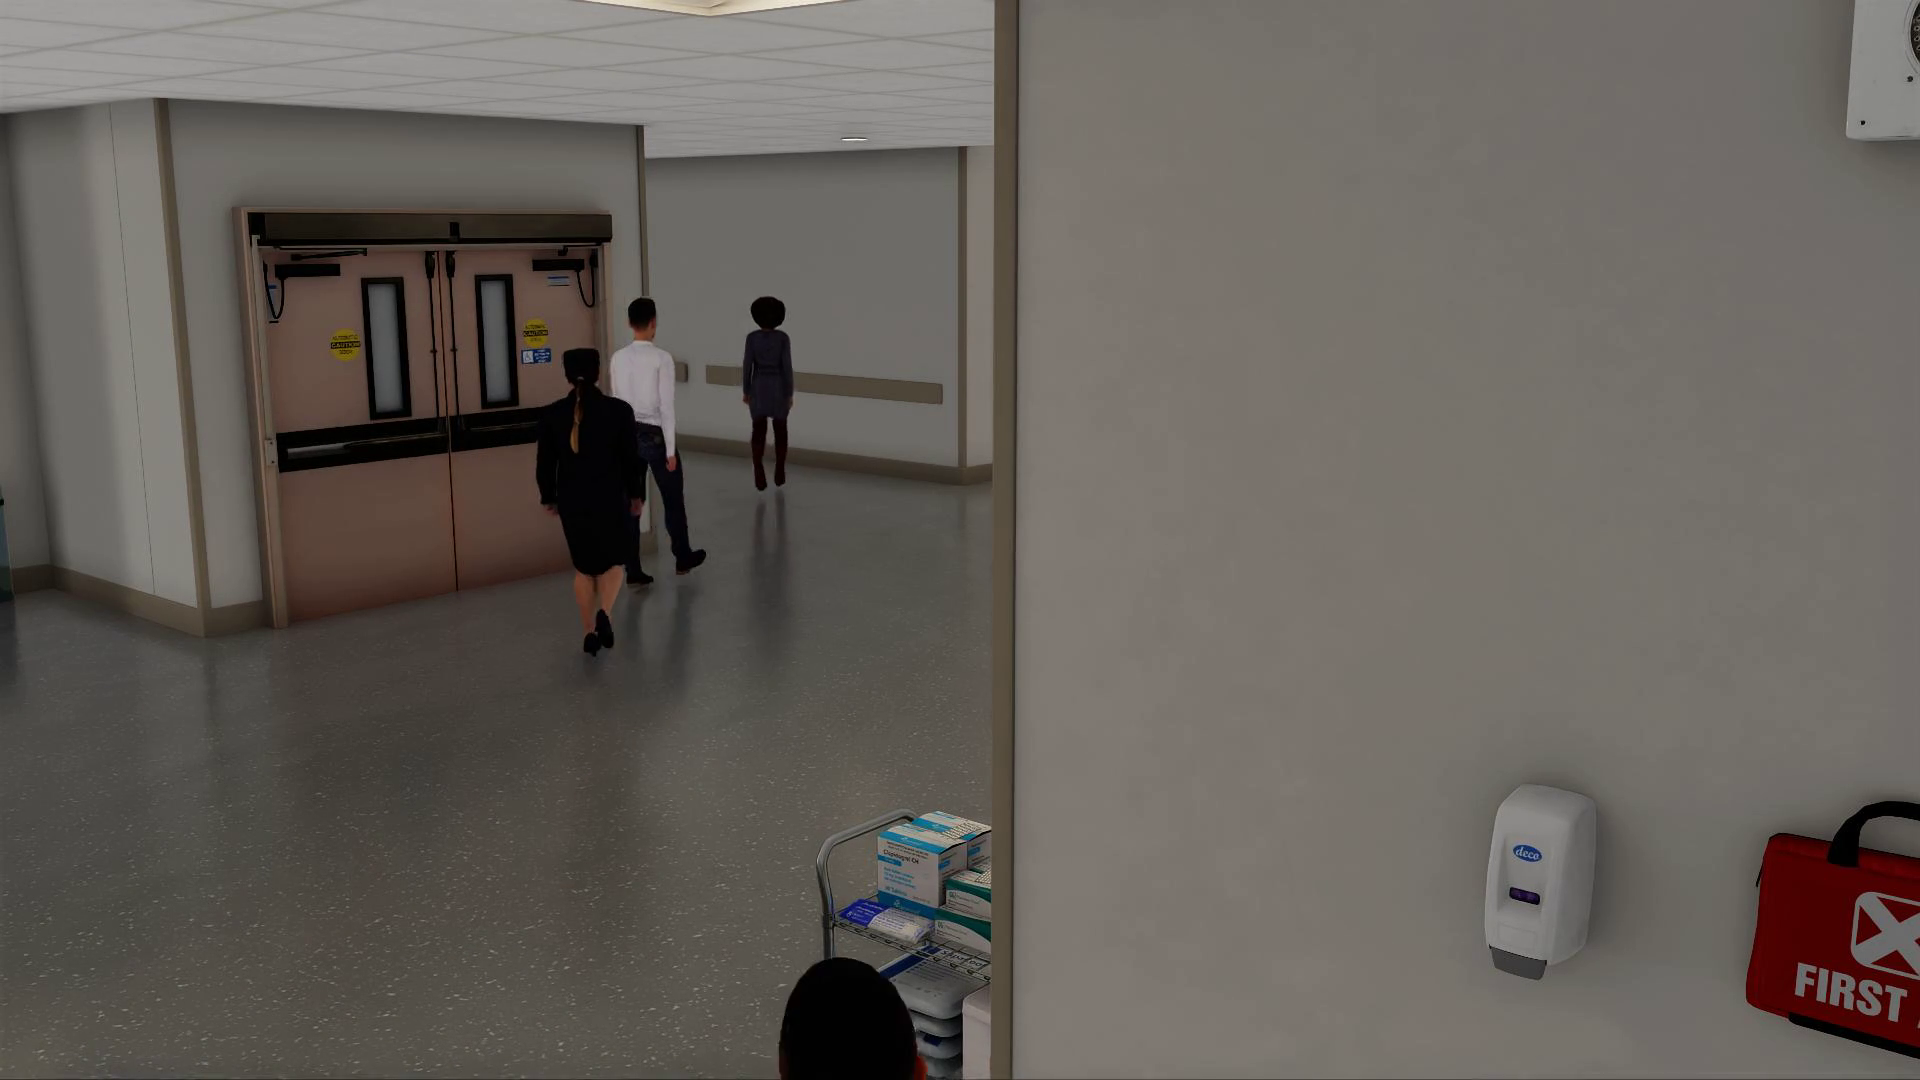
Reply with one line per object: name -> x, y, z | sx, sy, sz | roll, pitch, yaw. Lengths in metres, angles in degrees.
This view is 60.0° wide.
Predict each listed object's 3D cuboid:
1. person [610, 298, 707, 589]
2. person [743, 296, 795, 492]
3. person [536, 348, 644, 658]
person -> -2.047, -0.596, 10.603 | 0.886, 1.847, 1.128 | 4, 11, 20
person -> -1.667, -1.229, 14.390 | 1.038, 1.678, 1.157 | 0, 11, 0
person -> -1.966, -0.169, 8.844 | 0.867, 1.663, 0.929 | -1, 11, -5
